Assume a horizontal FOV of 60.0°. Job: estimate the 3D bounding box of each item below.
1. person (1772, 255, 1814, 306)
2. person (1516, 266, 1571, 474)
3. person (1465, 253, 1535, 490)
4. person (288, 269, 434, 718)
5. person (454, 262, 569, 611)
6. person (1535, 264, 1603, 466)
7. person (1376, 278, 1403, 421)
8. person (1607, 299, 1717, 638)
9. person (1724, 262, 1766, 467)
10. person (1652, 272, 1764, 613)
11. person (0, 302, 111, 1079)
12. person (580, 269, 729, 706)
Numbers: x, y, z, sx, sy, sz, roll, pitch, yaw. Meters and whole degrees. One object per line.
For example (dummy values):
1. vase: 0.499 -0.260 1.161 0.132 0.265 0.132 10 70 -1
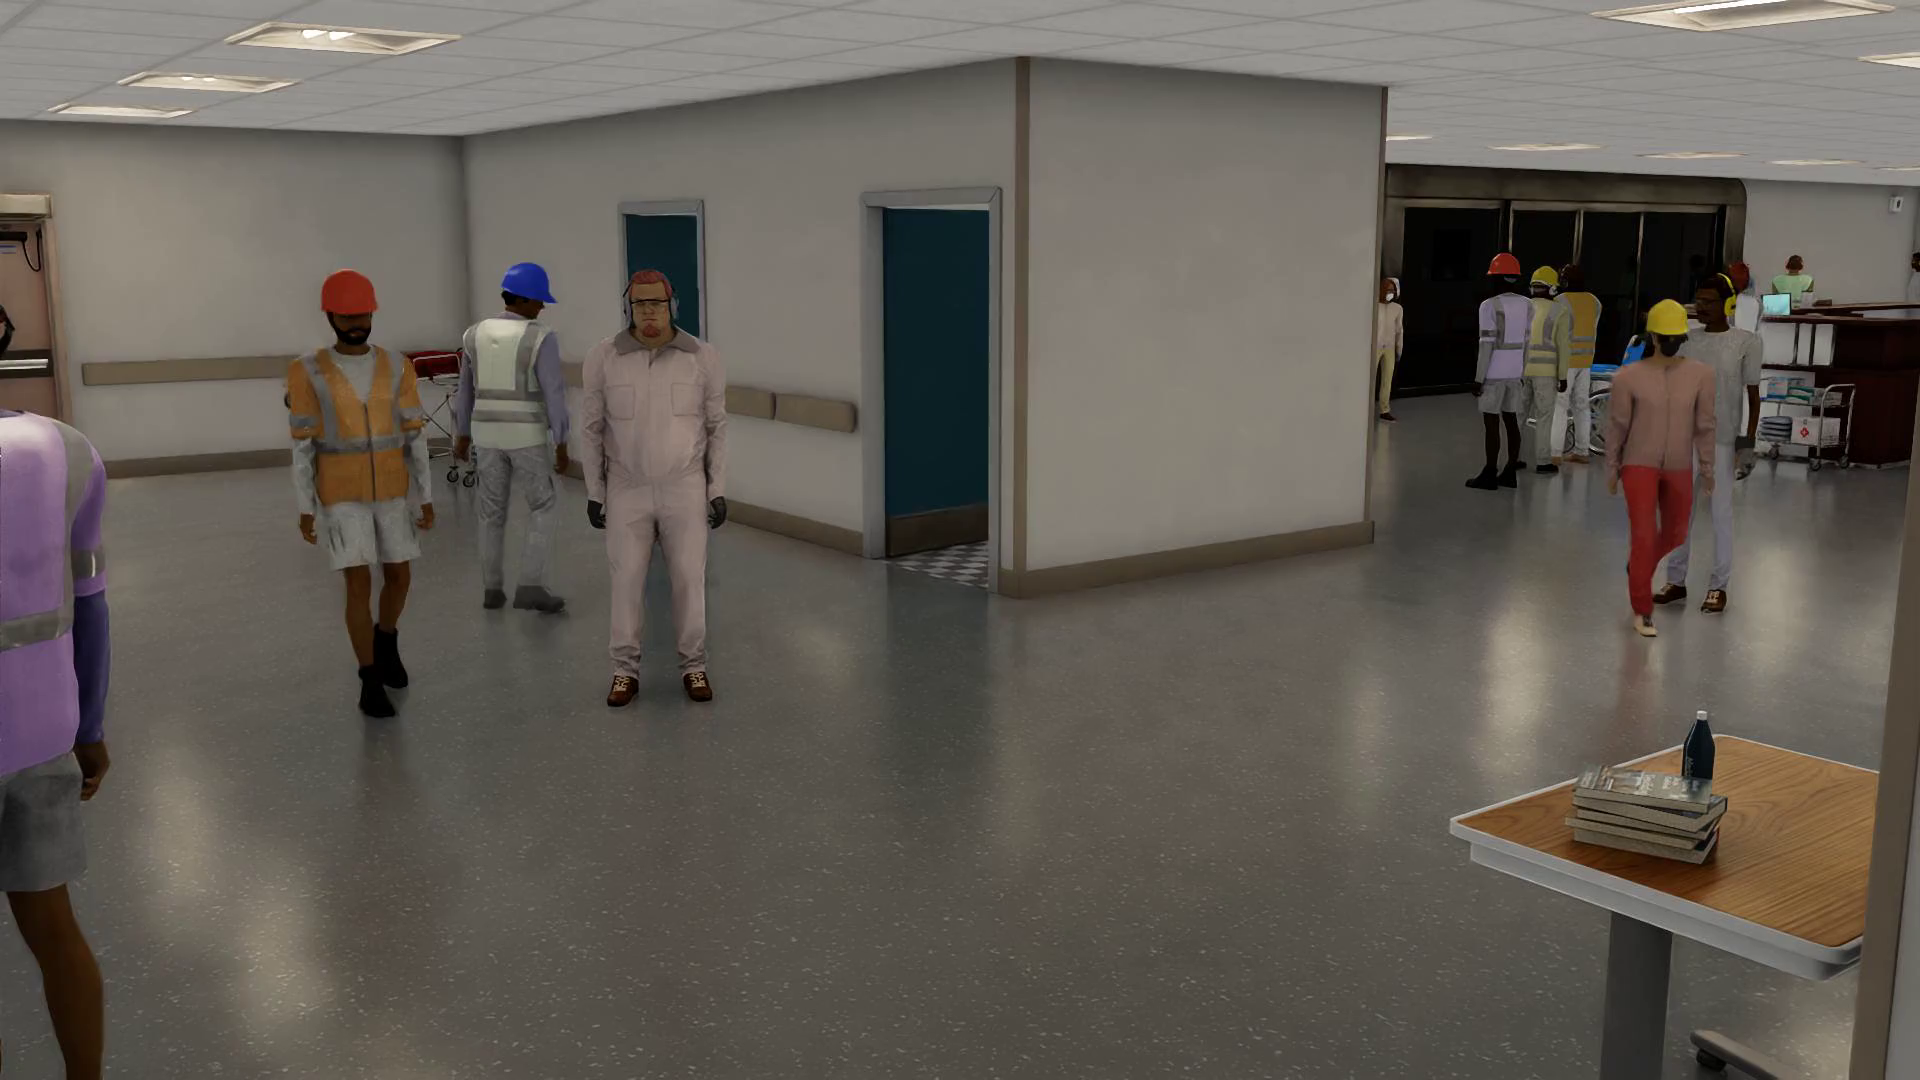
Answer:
1. person: 12.332 -3.297 24.701 0.563 1.847 0.390 4 11 22
2. person: 5.100 -1.494 14.679 0.403 1.824 0.598 -9 14 -41
3. person: 4.437 -1.378 13.694 0.545 1.938 0.360 -6 12 -28
4. person: -2.609 -0.216 7.268 0.571 1.922 0.651 -8 13 -37
5. person: -2.508 -0.552 9.133 0.796 1.924 0.464 3 11 18
6. person: 5.560 -1.595 15.223 0.627 1.834 0.431 -5 11 -24
7. person: 4.811 -2.158 18.949 0.504 1.627 0.285 -3 10 -14
8. person: 3.653 -0.404 8.777 0.523 1.740 0.695 0 10 1
9. person: 6.669 -1.455 14.337 0.584 1.870 0.494 -4 11 -19
10. person: 4.114 -0.531 9.152 0.315 1.865 0.526 -9 14 -42
11. person: -2.035 0.409 3.431 0.403 2.030 0.619 4 11 19
12. person: -1.334 -0.223 7.313 0.641 1.908 0.407 -2 10 -11
